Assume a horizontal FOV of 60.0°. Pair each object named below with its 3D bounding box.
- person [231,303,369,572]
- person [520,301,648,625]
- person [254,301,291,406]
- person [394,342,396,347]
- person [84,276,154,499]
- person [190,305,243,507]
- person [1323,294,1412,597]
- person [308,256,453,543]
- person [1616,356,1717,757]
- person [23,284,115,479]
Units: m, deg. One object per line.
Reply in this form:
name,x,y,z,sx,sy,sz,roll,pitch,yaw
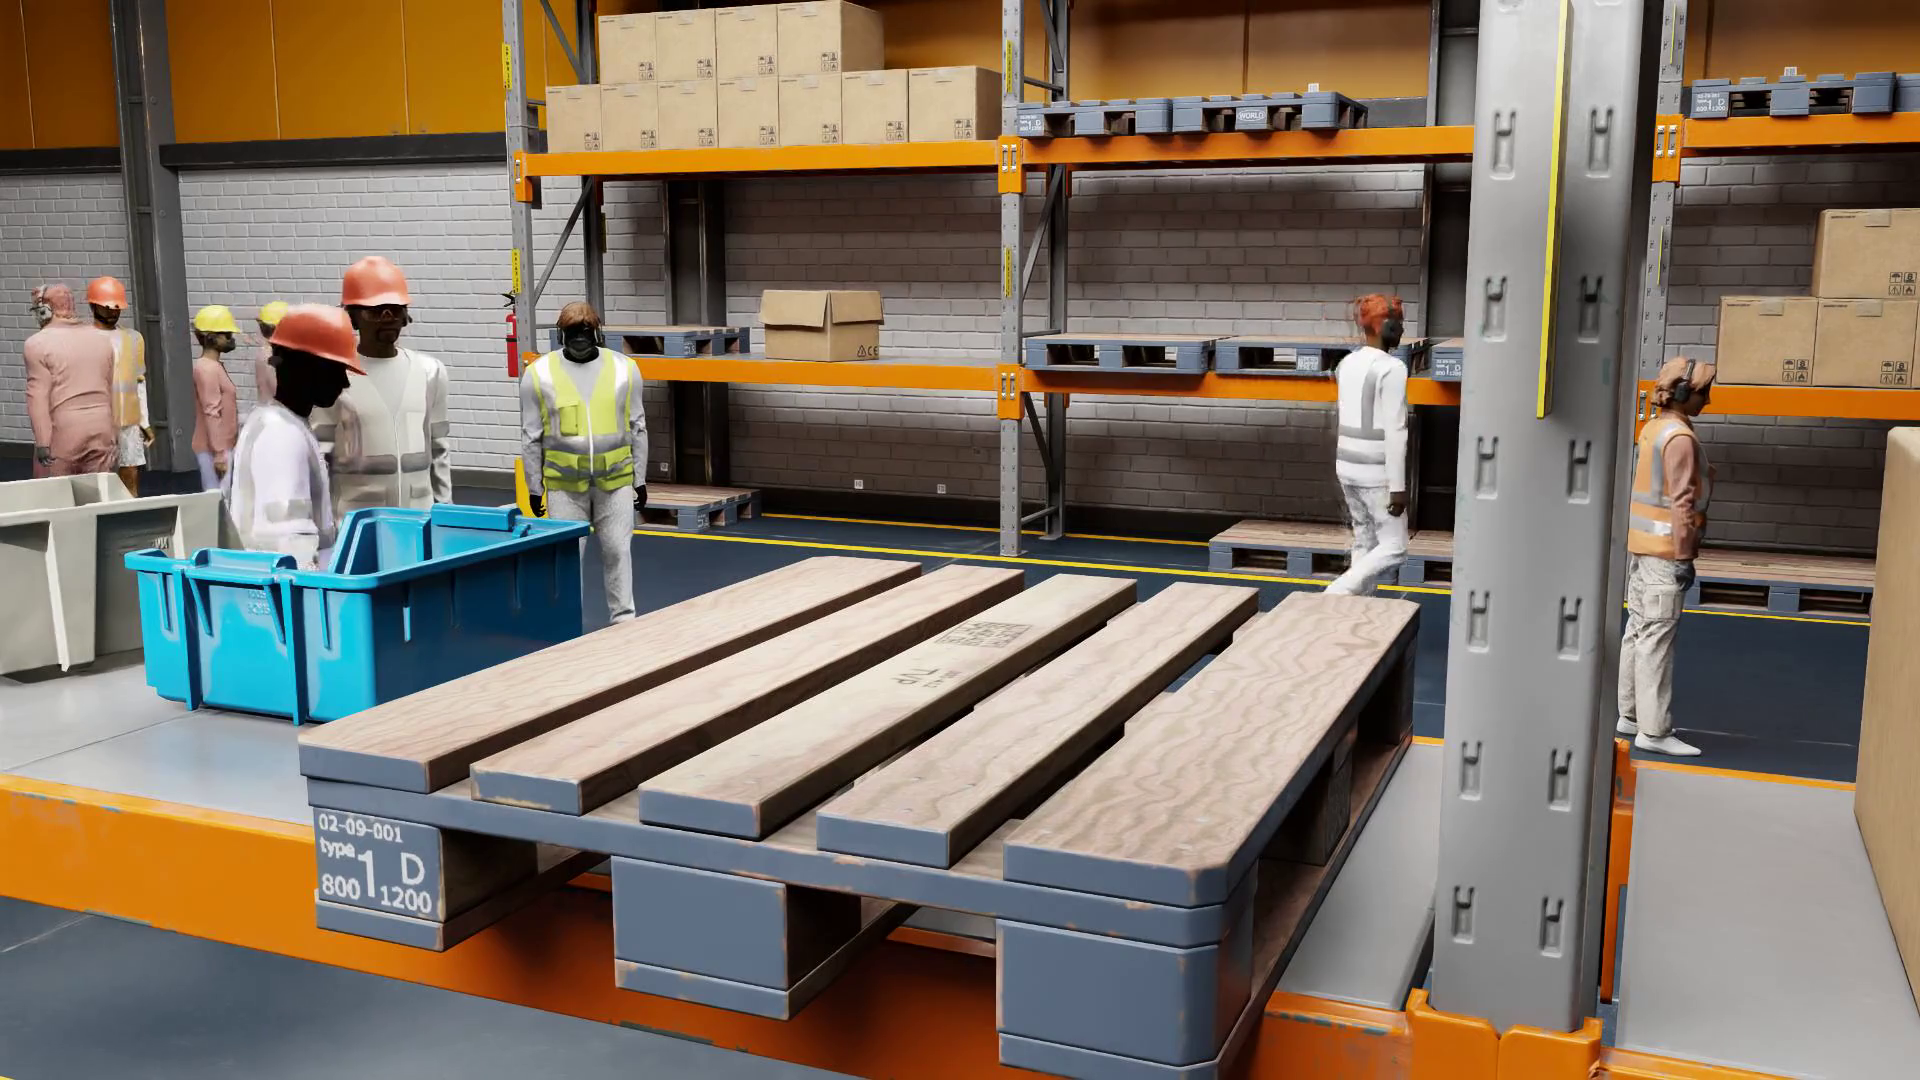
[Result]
person,-2.088,0.210,5.257,0.679,1.886,0.687,-4,10,-21
person,-1.903,-0.293,8.479,0.634,1.831,0.429,-3,10,-18
person,-4.551,-0.701,11.136,0.368,1.768,0.542,-7,12,-36
person,-4.086,-0.847,11.732,0.366,1.856,0.511,-6,11,-32
person,-5.708,-0.804,11.224,0.388,1.931,0.549,6,11,34
person,-4.482,-0.534,10.101,0.330,1.765,0.532,-4,10,-22
person,2.065,-0.325,8.550,0.526,1.869,0.584,-3,10,-16
person,-2.230,-0.069,6.473,0.605,2.045,0.379,-9,13,-43
person,2.927,0.062,6.903,0.313,1.639,0.513,1,10,8
person,-5.637,-0.670,10.552,0.415,1.883,0.663,4,10,23
